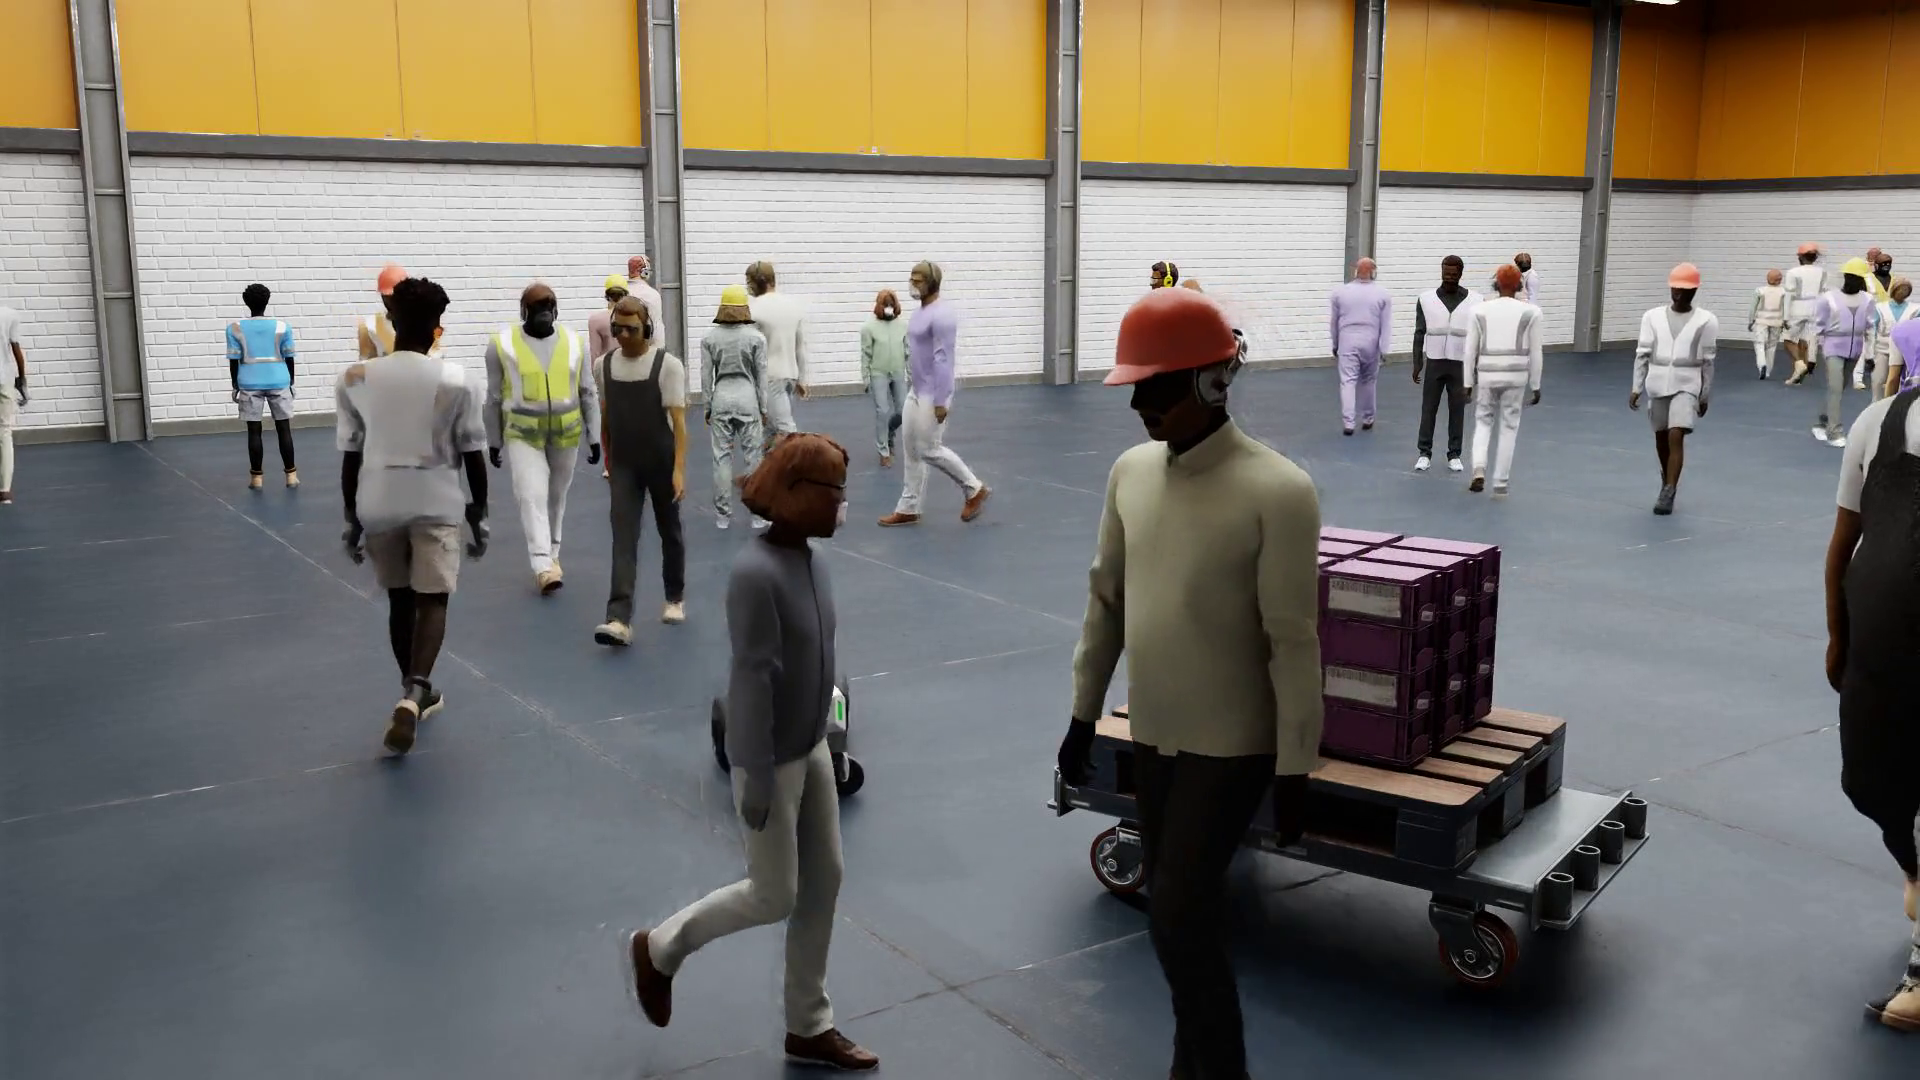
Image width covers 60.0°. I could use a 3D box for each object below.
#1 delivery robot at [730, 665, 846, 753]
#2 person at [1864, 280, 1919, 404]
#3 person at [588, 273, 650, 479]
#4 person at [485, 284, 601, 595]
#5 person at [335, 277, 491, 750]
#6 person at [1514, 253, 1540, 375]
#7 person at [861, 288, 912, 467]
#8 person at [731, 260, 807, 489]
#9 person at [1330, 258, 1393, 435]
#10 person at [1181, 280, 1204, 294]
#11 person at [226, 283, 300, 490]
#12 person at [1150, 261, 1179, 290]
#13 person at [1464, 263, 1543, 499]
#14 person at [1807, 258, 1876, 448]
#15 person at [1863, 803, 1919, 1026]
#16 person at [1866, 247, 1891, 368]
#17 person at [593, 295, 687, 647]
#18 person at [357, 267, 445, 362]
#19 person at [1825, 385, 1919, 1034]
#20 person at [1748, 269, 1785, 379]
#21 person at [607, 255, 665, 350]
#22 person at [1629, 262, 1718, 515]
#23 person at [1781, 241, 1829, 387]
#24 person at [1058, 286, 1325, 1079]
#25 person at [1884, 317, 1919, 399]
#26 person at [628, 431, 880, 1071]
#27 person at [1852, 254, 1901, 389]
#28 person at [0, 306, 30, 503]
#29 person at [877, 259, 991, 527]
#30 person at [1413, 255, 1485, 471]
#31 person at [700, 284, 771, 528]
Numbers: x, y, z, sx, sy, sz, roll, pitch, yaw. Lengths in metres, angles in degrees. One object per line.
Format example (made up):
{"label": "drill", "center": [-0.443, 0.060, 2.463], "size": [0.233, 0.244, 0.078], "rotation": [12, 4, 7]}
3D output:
{"label": "delivery robot", "center": [-0.664, 0.609, 6.355], "size": [0.477, 0.478, 0.707], "rotation": [-3, 11, -16]}
{"label": "person", "center": [10.416, -2.090, 18.576], "size": [0.550, 1.603, 0.626], "rotation": [5, 12, 28]}
{"label": "person", "center": [-2.916, -1.401, 14.304], "size": [0.525, 1.769, 0.308], "rotation": [-3, 11, -14]}
{"label": "person", "center": [-2.450, -0.603, 9.850], "size": [0.645, 1.797, 0.968], "rotation": [-5, 12, -26]}
{"label": "person", "center": [-2.260, -0.115, 6.855], "size": [0.601, 1.927, 0.893], "rotation": [-1, 10, -5]}
{"label": "person", "center": [8.432, -3.384, 24.992], "size": [0.429, 1.838, 0.621], "rotation": [-1, 10, -4]}
{"label": "person", "center": [-0.675, -1.486, 15.171], "size": [0.503, 1.617, 0.454], "rotation": [-3, 11, -18]}
{"label": "person", "center": [-1.552, -1.243, 13.101], "size": [1.013, 1.879, 0.640], "rotation": [6, 12, 30]}
{"label": "person", "center": [4.253, -2.058, 17.678], "size": [0.640, 1.855, 0.984], "rotation": [3, 11, 15]}
{"label": "person", "center": [2.478, -2.081, 18.476], "size": [0.809, 1.592, 0.532], "rotation": [2, 11, 12]}
{"label": "person", "center": [-5.747, -1.261, 13.729], "size": [0.533, 1.697, 0.322], "rotation": [-4, 11, -23]}
{"label": "person", "center": [1.725, -1.418, 14.118], "size": [0.325, 1.871, 0.524], "rotation": [-2, 11, -11]}
{"label": "person", "center": [4.316, -1.257, 13.222], "size": [0.590, 1.869, 0.406], "rotation": [5, 12, 27]}
{"label": "person", "center": [8.849, -1.887, 16.718], "size": [0.578, 1.881, 0.957], "rotation": [-1, 10, -6]}
{"label": "person", "center": [2.772, 0.431, 4.287], "size": [0.667, 1.772, 0.609], "rotation": [-3, 11, -18]}
{"label": "person", "center": [14.494, -3.693, 26.469], "size": [0.410, 1.913, 0.651], "rotation": [-7, 12, -32]}
{"label": "person", "center": [-1.635, -0.365, 8.605], "size": [0.539, 1.783, 1.013], "rotation": [2, 10, 8]}
{"label": "person", "center": [-3.826, -0.936, 11.481], "size": [0.550, 1.872, 1.036], "rotation": [-6, 12, -29]}
{"label": "person", "center": [2.713, 0.251, 4.498], "size": [0.774, 2.000, 0.693], "rotation": [-9, 13, -39]}
{"label": "person", "center": [11.843, -3.154, 24.342], "size": [0.518, 1.618, 0.722], "rotation": [3, 11, 16]}
{"label": "person", "center": [-3.119, -1.818, 16.238], "size": [0.647, 1.900, 0.403], "rotation": [6, 12, 29]}
{"label": "person", "center": [5.488, -1.179, 12.766], "size": [0.547, 1.897, 0.983], "rotation": [7, 13, 34]}
{"label": "person", "center": [11.679, -3.114, 22.992], "size": [0.604, 2.024, 0.564], "rotation": [0, 10, -2]}
{"label": "person", "center": [0.481, 0.430, 3.689], "size": [0.516, 1.968, 0.652], "rotation": [-7, 12, -32]}
{"label": "person", "center": [6.273, -0.792, 10.736], "size": [0.569, 1.849, 0.385], "rotation": [5, 11, 25]}
{"label": "person", "center": [-0.505, 0.530, 4.142], "size": [0.584, 1.603, 0.520], "rotation": [4, 11, 20]}
{"label": "person", "center": [12.567, -2.986, 22.788], "size": [0.624, 1.845, 0.430], "rotation": [0, 10, -2]}
{"label": "person", "center": [-7.568, -1.207, 13.005], "size": [0.520, 1.855, 0.406], "rotation": [-7, 12, -33]}
{"label": "person", "center": [-0.201, -1.037, 11.884], "size": [0.751, 1.921, 0.647], "rotation": [-3, 11, -18]}
{"label": "person", "center": [4.347, -1.576, 14.850], "size": [0.597, 1.915, 0.370], "rotation": [2, 11, 13]}
{"label": "person", "center": [-1.602, -0.949, 11.893], "size": [0.487, 1.744, 0.314], "rotation": [1, 10, 3]}
